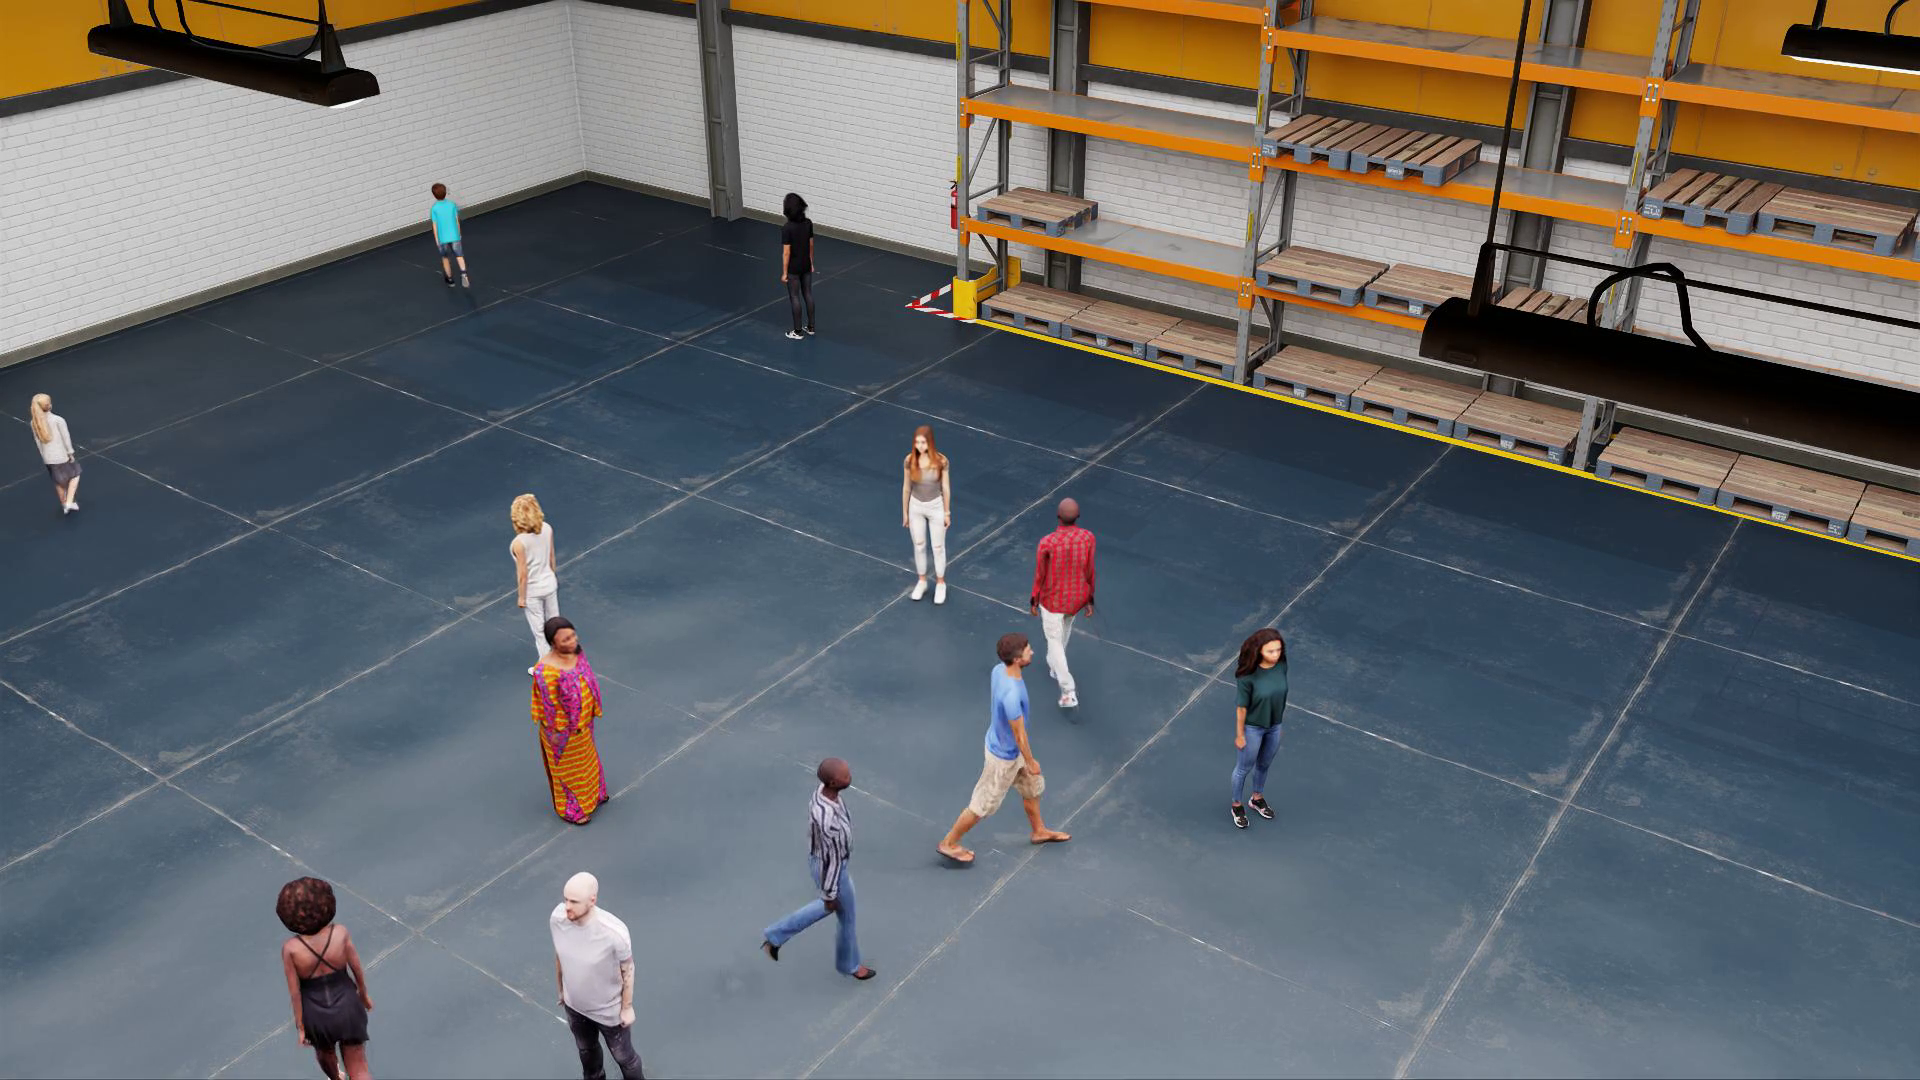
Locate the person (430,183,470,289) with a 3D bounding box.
[{"bbox_3d":[-6.808,-4.045,22.208,0.731,1.437,0.890,-16,32,-26],"label":"person"}]

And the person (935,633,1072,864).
[{"bbox_3d":[0.229,1.492,11.642,1.280,1.834,1.125,-2,29,-3],"label":"person"}]

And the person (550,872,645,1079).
[{"bbox_3d":[-2.071,2.636,9.549,0.568,1.830,0.762,12,31,22],"label":"person"}]

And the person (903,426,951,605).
[{"bbox_3d":[-0.288,-0.255,14.968,0.604,1.716,0.725,4,29,8],"label":"person"}]

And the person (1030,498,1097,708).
[{"bbox_3d":[0.851,0.513,13.472,1.153,1.801,1.249,-7,29,-12],"label":"person"}]

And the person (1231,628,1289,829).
[{"bbox_3d":[2.185,1.346,12.137,0.706,1.617,0.737,-14,31,-23],"label":"person"}]

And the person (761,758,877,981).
[{"bbox_3d":[-0.916,2.138,10.524,1.071,1.772,1.013,-5,29,-9],"label":"person"}]

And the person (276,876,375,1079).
[{"bbox_3d":[-3.536,2.771,9.407,0.911,1.729,1.129,-13,31,-23],"label":"person"}]

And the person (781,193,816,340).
[{"bbox_3d":[-2.006,-3.407,20.624,0.680,1.833,0.586,-24,37,-37],"label":"person"}]

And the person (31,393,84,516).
[{"bbox_3d":[-8.972,-0.817,16.473,0.656,1.262,0.718,-1,29,-1],"label":"person"}]

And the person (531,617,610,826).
[{"bbox_3d":[-2.849,1.277,12.191,0.726,1.686,0.708,11,30,19],"label":"person"}]

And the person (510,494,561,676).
[{"bbox_3d":[-3.515,0.382,13.850,0.565,1.670,0.624,15,32,25],"label":"person"}]
